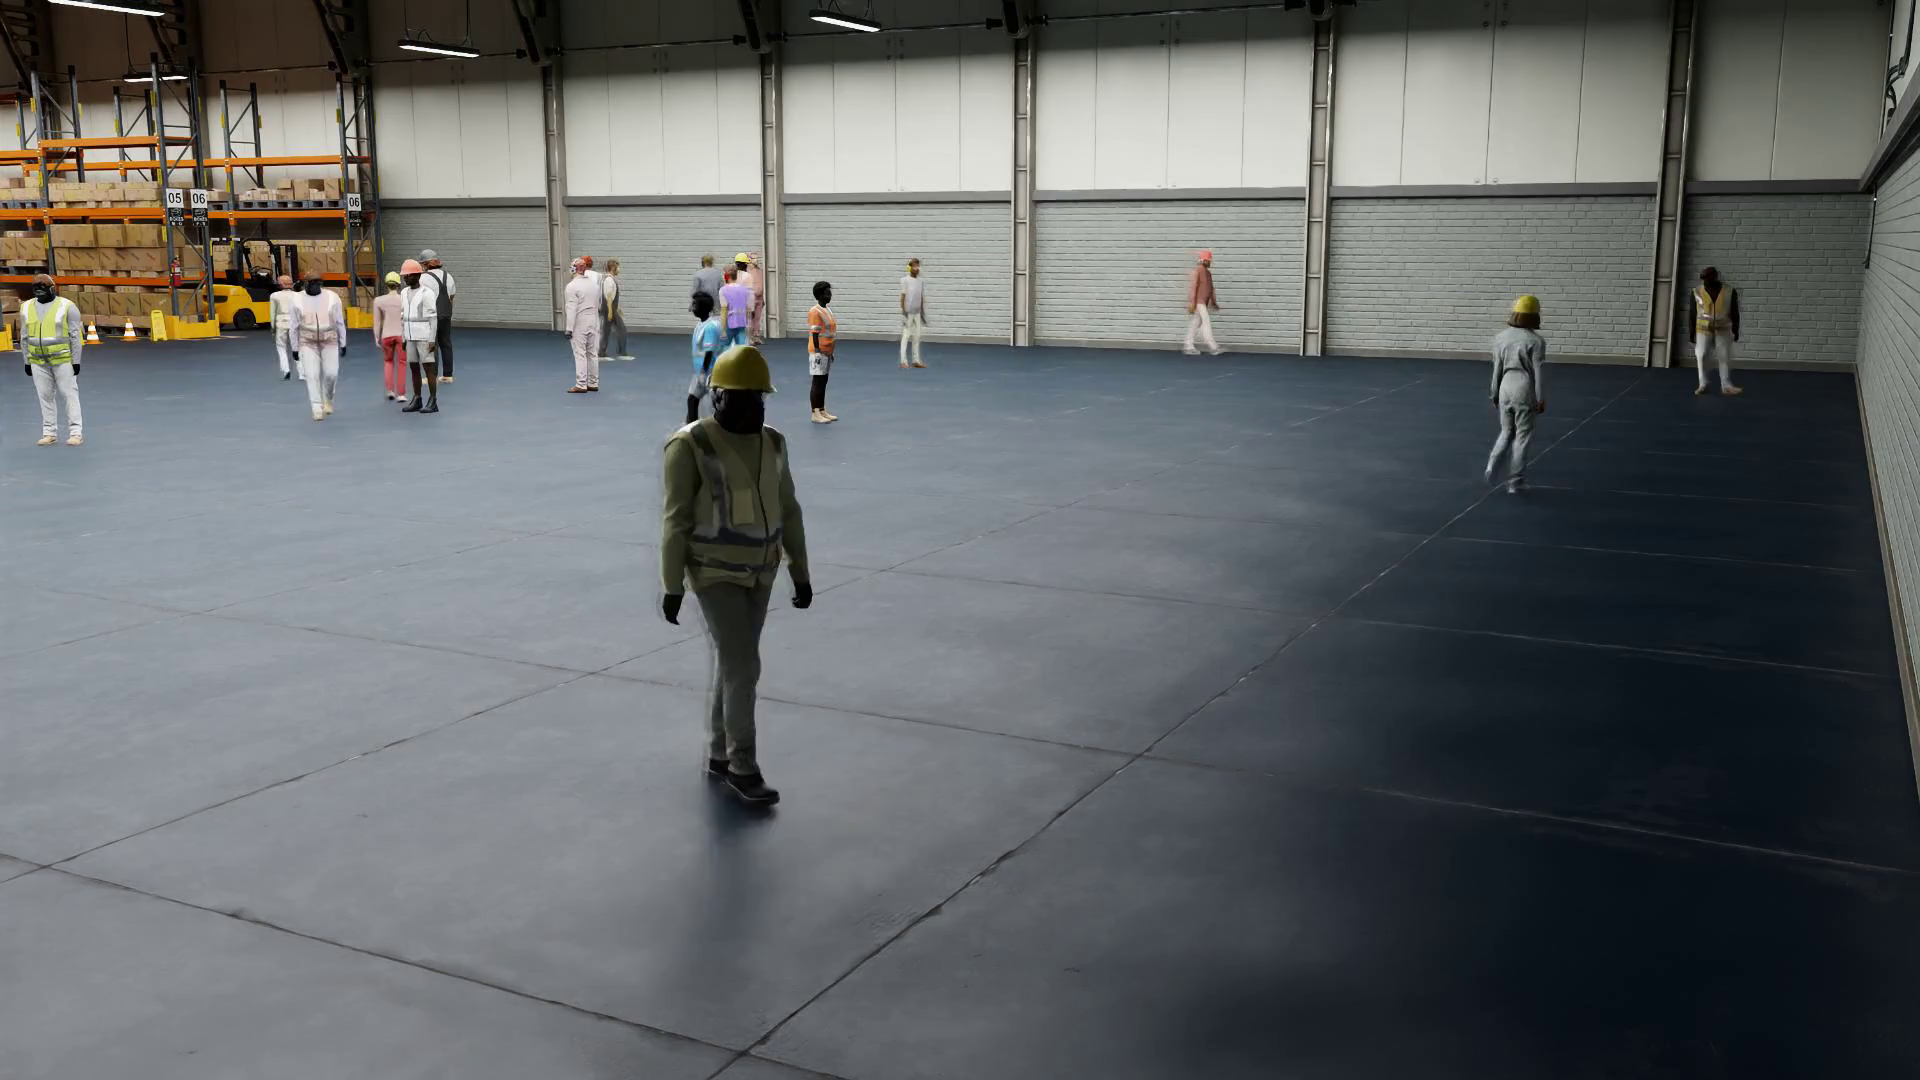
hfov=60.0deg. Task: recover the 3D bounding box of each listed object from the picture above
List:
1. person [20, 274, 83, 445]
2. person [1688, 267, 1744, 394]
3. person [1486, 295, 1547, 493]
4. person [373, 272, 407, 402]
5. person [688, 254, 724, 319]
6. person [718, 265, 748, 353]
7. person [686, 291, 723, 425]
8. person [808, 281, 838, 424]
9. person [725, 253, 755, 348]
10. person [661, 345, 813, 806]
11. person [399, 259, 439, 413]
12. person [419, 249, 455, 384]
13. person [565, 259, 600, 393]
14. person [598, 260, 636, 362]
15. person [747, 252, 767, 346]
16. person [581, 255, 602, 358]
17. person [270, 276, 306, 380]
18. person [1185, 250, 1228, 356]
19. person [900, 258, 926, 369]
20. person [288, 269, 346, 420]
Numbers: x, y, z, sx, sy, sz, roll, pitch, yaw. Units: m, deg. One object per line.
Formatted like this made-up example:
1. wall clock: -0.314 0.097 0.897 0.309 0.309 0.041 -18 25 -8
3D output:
1. person: -9.714 -1.919 17.790 0.628 1.836 0.430 0 10 -2
2. person: 10.669 -2.928 23.386 0.809 1.800 0.433 4 11 19
3. person: 4.854 -1.258 14.455 0.397 1.728 0.497 -8 13 -36
4. person: -7.635 -2.745 22.535 0.533 1.746 0.672 -1 10 -7
5. person: -4.743 -4.424 31.306 0.640 1.892 1.017 -10 14 -44
6. person: -3.288 -3.128 24.434 0.879 1.815 0.577 8 13 38
7. person: -2.687 -1.709 17.061 0.784 1.664 0.556 -4 11 -23
8. person: -1.649 -2.249 19.944 0.319 1.697 0.533 3 11 14
9. person: -3.913 -4.161 29.751 0.591 1.923 0.381 6 12 29
10. person: -0.817 0.141 6.592 0.669 1.806 0.633 8 13 37
11. person: -6.866 -2.566 21.021 0.552 1.934 0.373 5 12 27
12. person: -8.003 -3.384 25.198 0.538 2.000 0.682 5 12 27
13. person: -5.427 -3.055 23.768 0.406 1.911 0.639 5 11 25
14. person: -6.086 -4.046 29.447 0.800 1.800 0.519 -3 11 -18
15. person: -4.198 -4.917 33.925 0.409 1.907 0.648 6 12 29
16. person: -6.747 -4.219 30.185 0.575 1.883 0.355 -10 14 -44
17. person: -10.404 -3.275 25.779 0.569 1.629 0.379 -5 11 -23
18. person: 4.643 -4.427 31.112 0.973 1.946 0.630 6 12 29
19. person: -0.796 -3.819 28.048 0.522 1.867 0.313 -10 14 -43
20. person: -7.827 -2.378 20.278 0.642 1.829 0.451 -4 11 -19
